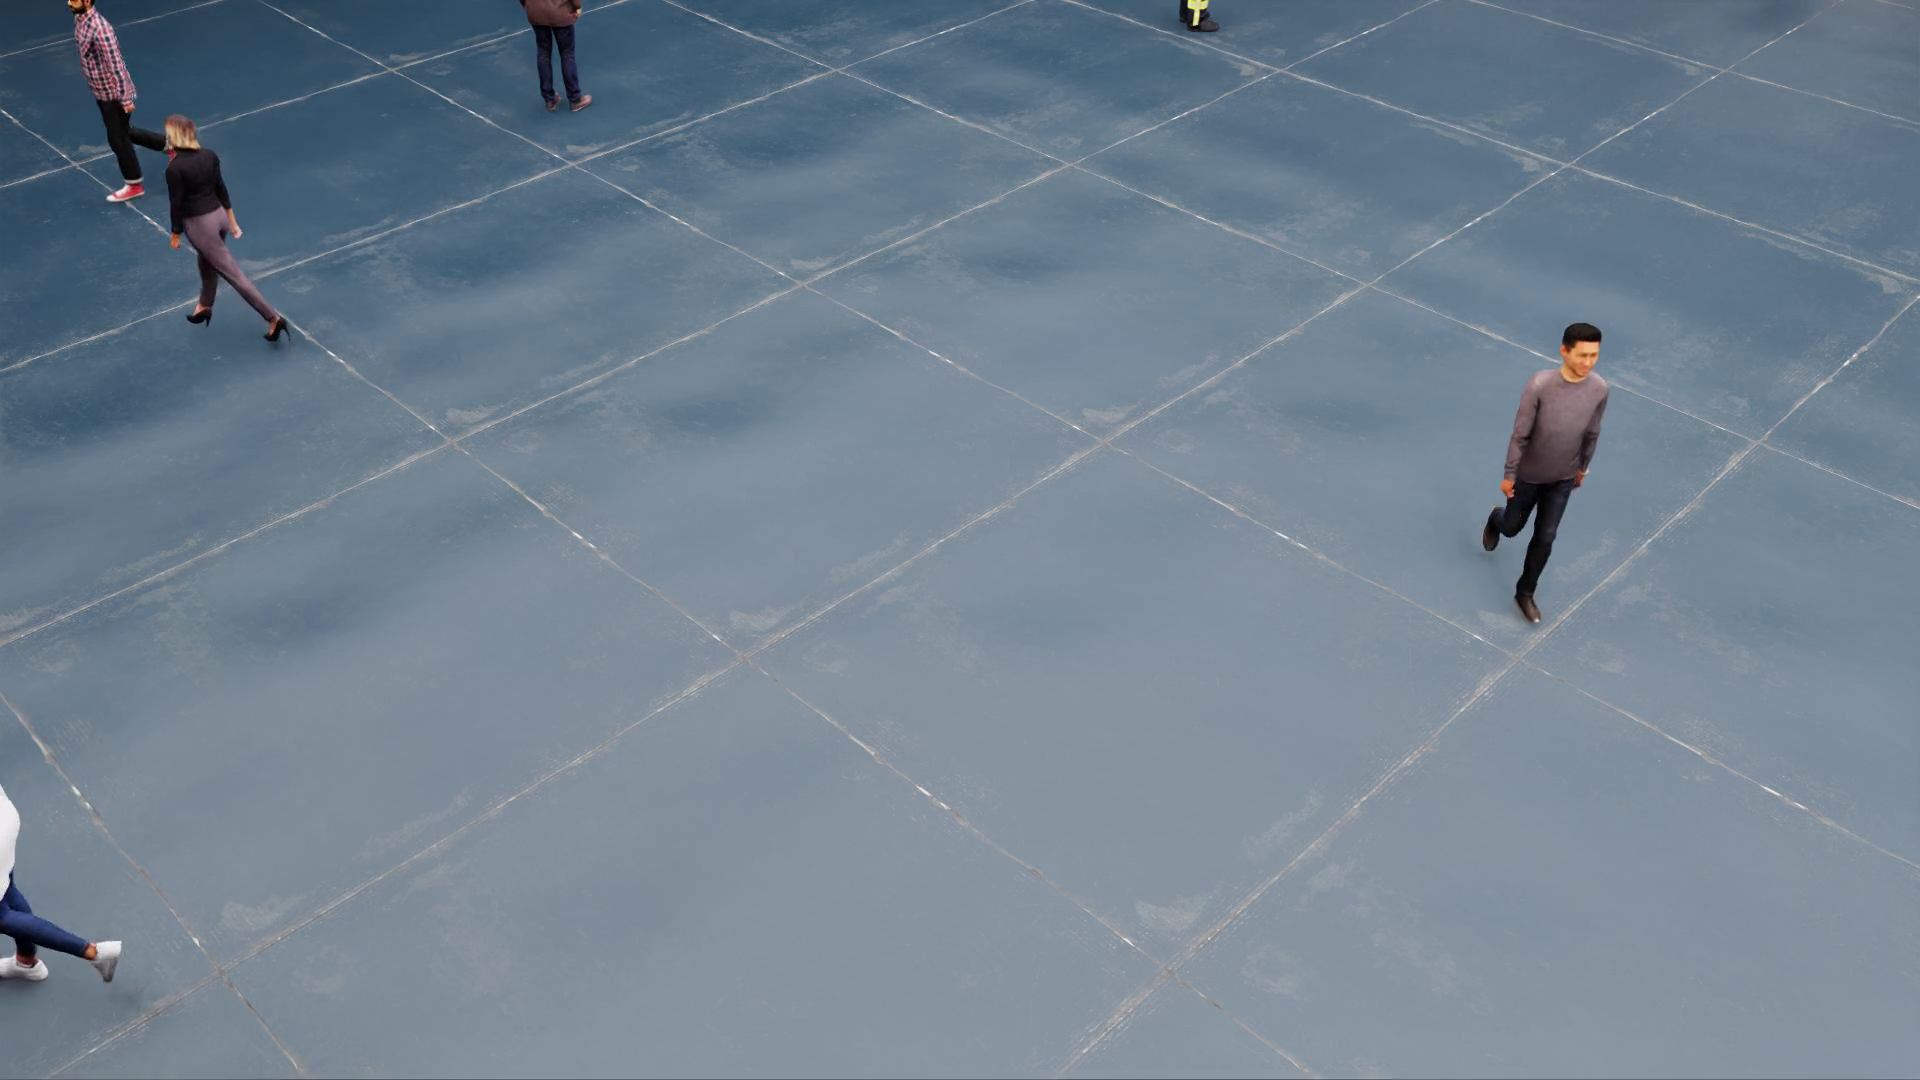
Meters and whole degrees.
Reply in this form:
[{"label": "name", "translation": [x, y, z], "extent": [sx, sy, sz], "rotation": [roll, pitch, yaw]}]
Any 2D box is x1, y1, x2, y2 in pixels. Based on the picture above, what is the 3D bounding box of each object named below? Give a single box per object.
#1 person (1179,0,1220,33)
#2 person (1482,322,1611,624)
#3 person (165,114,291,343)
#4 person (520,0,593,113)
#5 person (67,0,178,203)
[{"label": "person", "translation": [2.389, -6.016, 16.240], "extent": [0.893, 1.983, 0.869], "rotation": [-4, 37, -6]}, {"label": "person", "translation": [3.165, -0.425, 9.079], "extent": [1.080, 1.750, 1.009], "rotation": [24, 43, 28]}, {"label": "person", "translation": [-5.018, -2.045, 11.326], "extent": [1.037, 1.609, 1.093], "rotation": [8, 38, 10]}, {"label": "person", "translation": [-3.612, -4.698, 14.621], "extent": [0.871, 1.844, 0.884], "rotation": [7, 38, 9]}, {"label": "person", "translation": [-6.700, -3.607, 13.272], "extent": [0.968, 1.741, 0.734], "rotation": [-28, 45, -31]}]
